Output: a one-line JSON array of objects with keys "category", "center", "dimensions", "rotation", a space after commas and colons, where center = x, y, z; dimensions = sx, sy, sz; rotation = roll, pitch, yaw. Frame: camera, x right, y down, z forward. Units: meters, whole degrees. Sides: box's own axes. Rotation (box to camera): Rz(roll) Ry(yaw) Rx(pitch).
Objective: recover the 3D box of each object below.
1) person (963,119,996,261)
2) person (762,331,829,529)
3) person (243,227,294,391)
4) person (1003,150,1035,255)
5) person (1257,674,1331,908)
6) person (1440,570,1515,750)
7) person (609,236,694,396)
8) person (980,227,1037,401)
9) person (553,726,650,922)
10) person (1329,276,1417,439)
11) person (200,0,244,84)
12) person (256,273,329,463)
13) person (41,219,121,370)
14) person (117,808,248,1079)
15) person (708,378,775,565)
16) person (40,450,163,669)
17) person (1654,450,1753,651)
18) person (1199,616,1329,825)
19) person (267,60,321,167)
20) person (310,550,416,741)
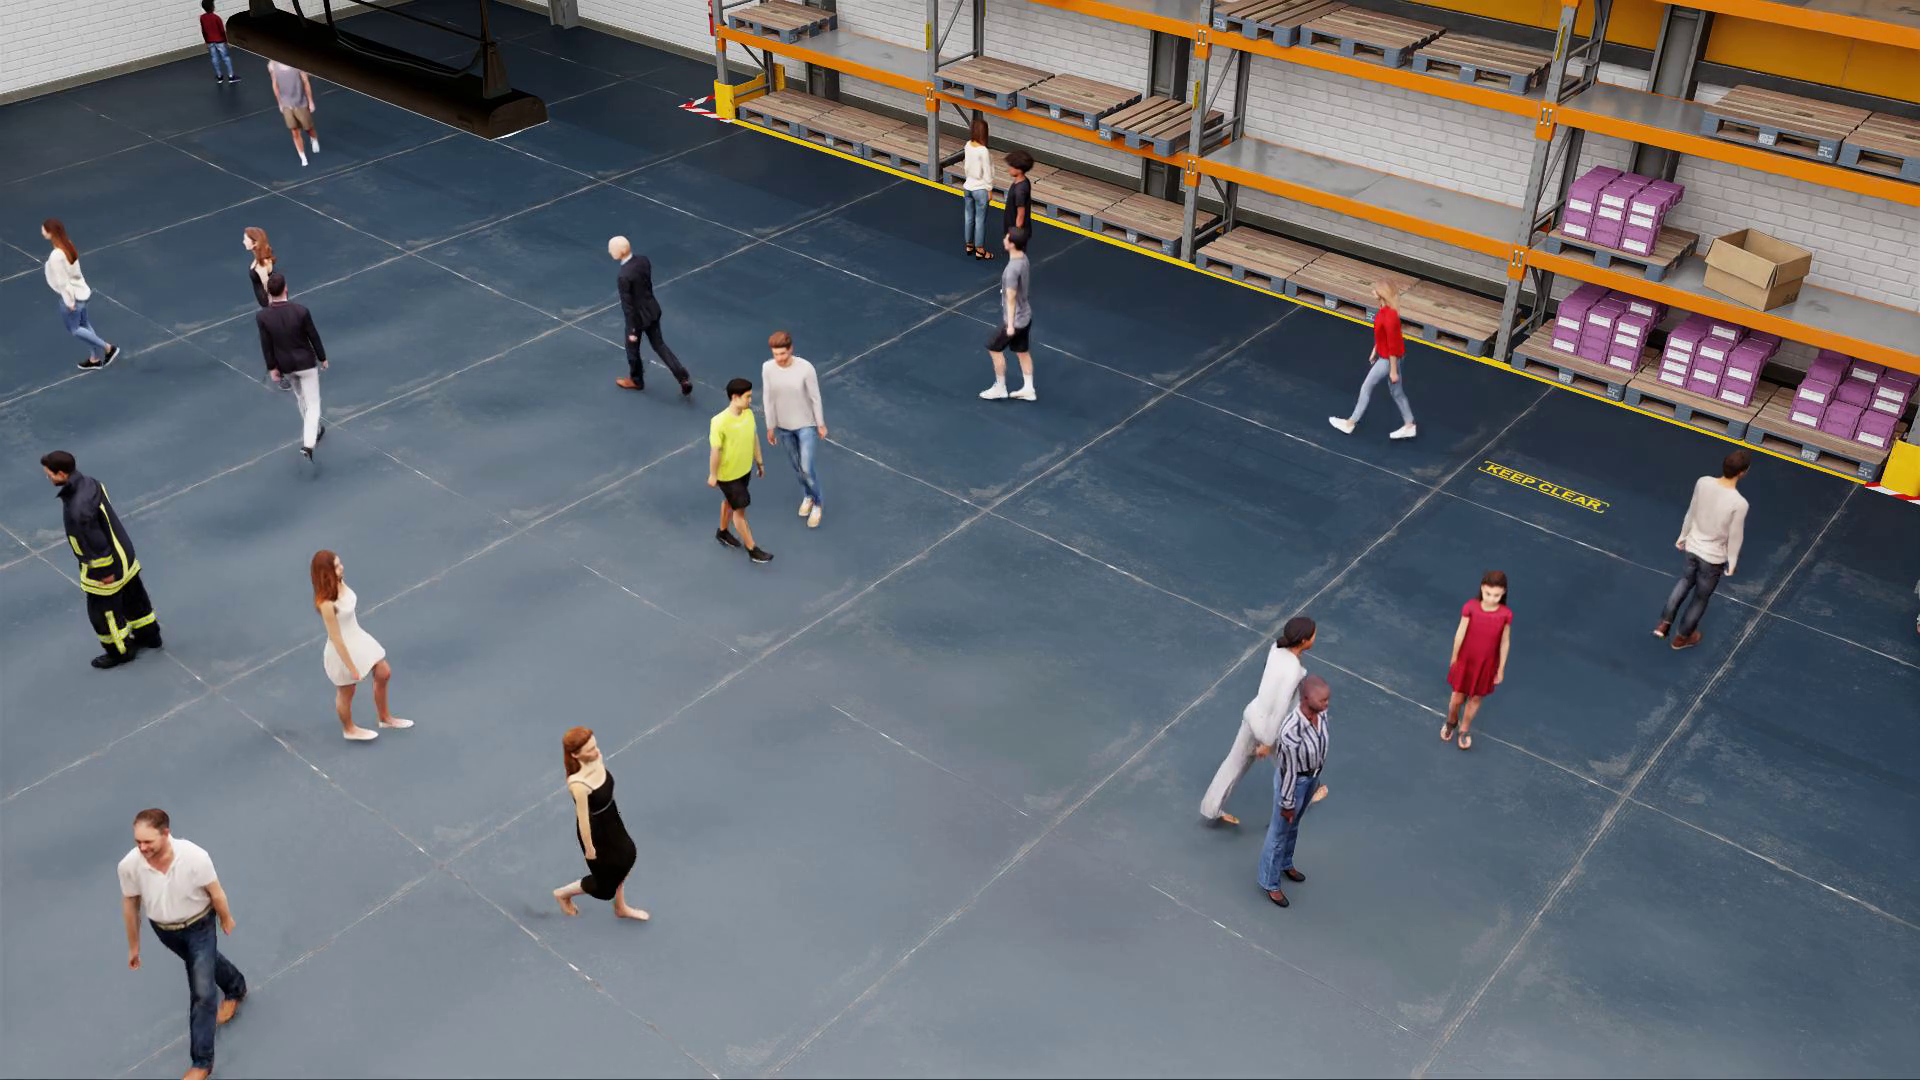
[{"category": "person", "center": [0.204, -4.132, 19.585], "dimensions": [0.733, 1.678, 0.573], "rotation": [-21, 39, -28]}, {"category": "person", "center": [-1.447, -1.065, 14.800], "dimensions": [0.799, 1.867, 0.888], "rotation": [6, 34, 9]}, {"category": "person", "center": [-6.949, -2.362, 16.861], "dimensions": [0.708, 1.747, 0.586], "rotation": [-14, 36, -20]}, {"category": "person", "center": [0.651, -3.488, 18.525], "dimensions": [0.759, 1.780, 0.713], "rotation": [0, 34, 0]}, {"category": "person", "center": [2.187, 1.598, 10.858], "dimensions": [0.538, 1.796, 0.631], "rotation": [22, 40, 30]}, {"category": "person", "center": [3.826, 0.827, 12.246], "dimensions": [0.671, 1.544, 0.726], "rotation": [7, 34, 11]}, {"category": "person", "center": [-3.113, -2.198, 16.604], "dimensions": [1.221, 1.757, 0.895], "rotation": [19, 38, 27]}, {"category": "person", "center": [0.644, -2.198, 16.518], "dimensions": [0.914, 1.853, 0.828], "rotation": [12, 35, 17]}, {"category": "person", "center": [-2.387, 1.841, 10.660], "dimensions": [0.930, 1.611, 0.806], "rotation": [5, 34, 7]}, {"category": "person", "center": [4.186, -1.684, 15.927], "dimensions": [1.175, 1.651, 0.951], "rotation": [5, 34, 7]}, {"category": "person", "center": [-11.240, -7.542, 25.100], "dimensions": [0.599, 1.252, 0.696], "rotation": [-3, 34, -4]}, {"category": "person", "center": [-6.248, -1.584, 15.627], "dimensions": [1.142, 1.816, 1.205], "rotation": [-5, 34, -7]}, {"category": "person", "center": [-9.057, -2.512, 17.146], "dimensions": [0.891, 1.681, 0.828], "rotation": [-2, 34, -3]}, {"category": "person", "center": [-4.560, 2.226, 9.895], "dimensions": [1.183, 1.816, 1.152], "rotation": [2, 34, 3]}, {"category": "person", "center": [-2.017, -0.640, 14.340], "dimensions": [0.989, 1.670, 0.702], "rotation": [23, 40, 30]}, {"category": "person", "center": [-6.613, 0.099, 13.014], "dimensions": [1.022, 1.905, 0.919], "rotation": [-11, 35, -16]}, {"category": "person", "center": [5.784, 0.118, 13.036], "dimensions": [0.855, 1.850, 0.784], "rotation": [-18, 37, -24]}, {"category": "person", "center": [2.037, 1.304, 11.418], "dimensions": [1.167, 1.667, 1.178], "rotation": [-4, 34, -6]}, {"category": "person", "center": [-8.896, -5.883, 22.272], "dimensions": [0.978, 1.828, 1.087], "rotation": [-6, 34, -10]}, {"category": "person", "center": [-4.570, 0.791, 12.160], "dimensions": [0.877, 1.699, 0.804], "rotation": [2, 34, 3]}]
